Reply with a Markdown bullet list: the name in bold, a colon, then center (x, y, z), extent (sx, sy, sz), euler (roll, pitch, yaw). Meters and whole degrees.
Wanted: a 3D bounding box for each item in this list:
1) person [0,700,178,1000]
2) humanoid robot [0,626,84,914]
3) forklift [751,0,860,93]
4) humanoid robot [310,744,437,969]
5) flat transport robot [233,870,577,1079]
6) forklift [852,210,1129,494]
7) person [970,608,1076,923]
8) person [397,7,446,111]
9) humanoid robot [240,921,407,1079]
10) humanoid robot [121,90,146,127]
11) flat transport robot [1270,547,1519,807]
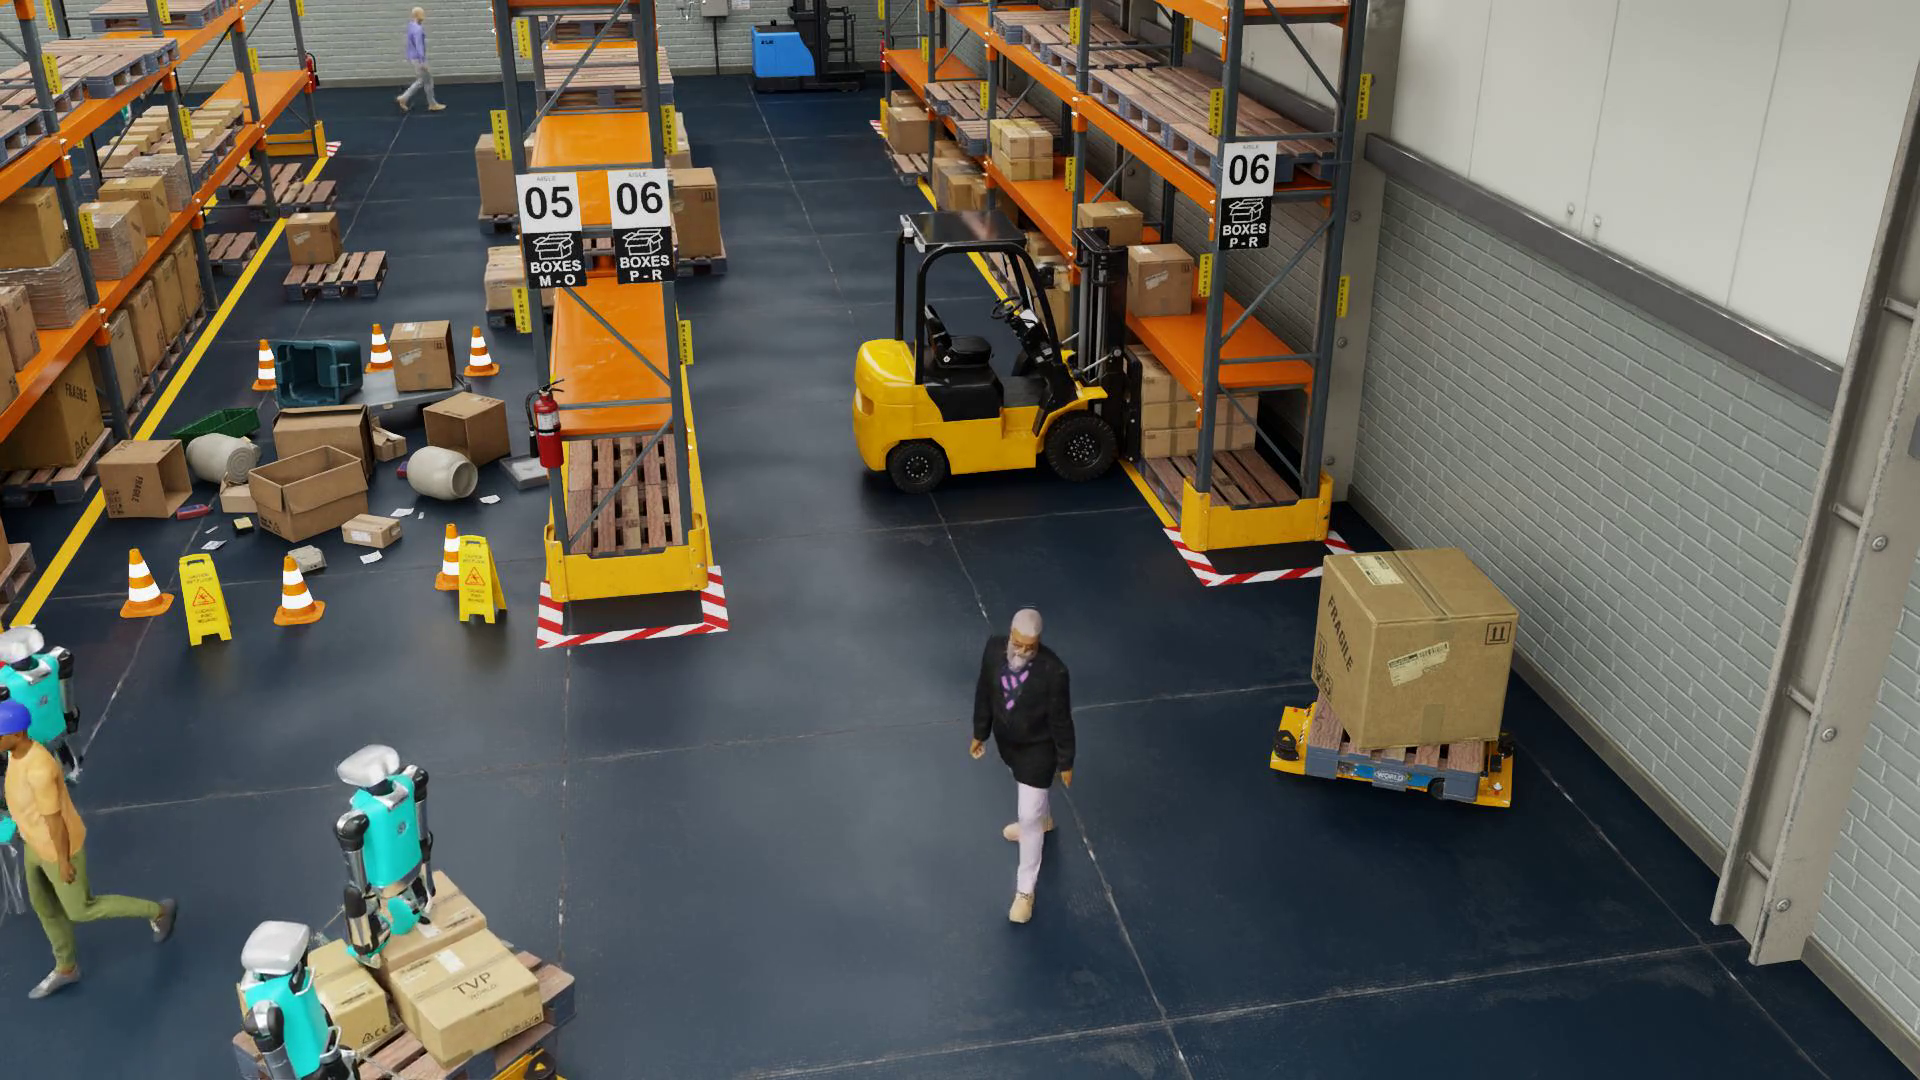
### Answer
- **person**: center (-4.464, 1.502, 8.362), extent (0.446, 1.698, 0.688), euler (22, 33, 38)
- **humanoid robot**: center (-5.035, 1.273, 8.878), extent (0.802, 1.860, 0.530), euler (9, 27, 19)
- **forklift**: center (-2.872, -9.679, 30.288), extent (1.873, 2.768, 1.129), euler (-5, 26, -10)
- **humanoid robot**: center (-2.806, 1.710, 7.820), extent (0.684, 1.759, 0.532), euler (10, 28, 21)
- **flat transport robot**: center (-2.629, 2.480, 7.964), extent (1.431, 0.231, 0.659), euler (17, 30, 31)
- **forklift**: center (0.216, -1.659, 14.366), extent (2.313, 2.155, 1.214), euler (-5, 26, -10)
- **person**: center (0.384, 1.087, 9.123), extent (0.612, 1.791, 0.898), euler (18, 31, 33)
- **person**: center (-9.369, -8.256, 28.598), extent (0.745, 1.768, 0.642), euler (-12, 28, -23)
- **humanoid robot**: center (-2.371, 2.262, 6.677), extent (0.732, 1.751, 0.530), euler (-4, 26, -7)
- **humanoid robot**: center (-13.193, -7.087, 26.230), extent (0.553, 1.749, 1.034), euler (-22, 33, -38)
- **flat transport robot**: center (2.709, 1.312, 10.398), extent (1.431, 0.231, 0.659), euler (8, 27, 16)
